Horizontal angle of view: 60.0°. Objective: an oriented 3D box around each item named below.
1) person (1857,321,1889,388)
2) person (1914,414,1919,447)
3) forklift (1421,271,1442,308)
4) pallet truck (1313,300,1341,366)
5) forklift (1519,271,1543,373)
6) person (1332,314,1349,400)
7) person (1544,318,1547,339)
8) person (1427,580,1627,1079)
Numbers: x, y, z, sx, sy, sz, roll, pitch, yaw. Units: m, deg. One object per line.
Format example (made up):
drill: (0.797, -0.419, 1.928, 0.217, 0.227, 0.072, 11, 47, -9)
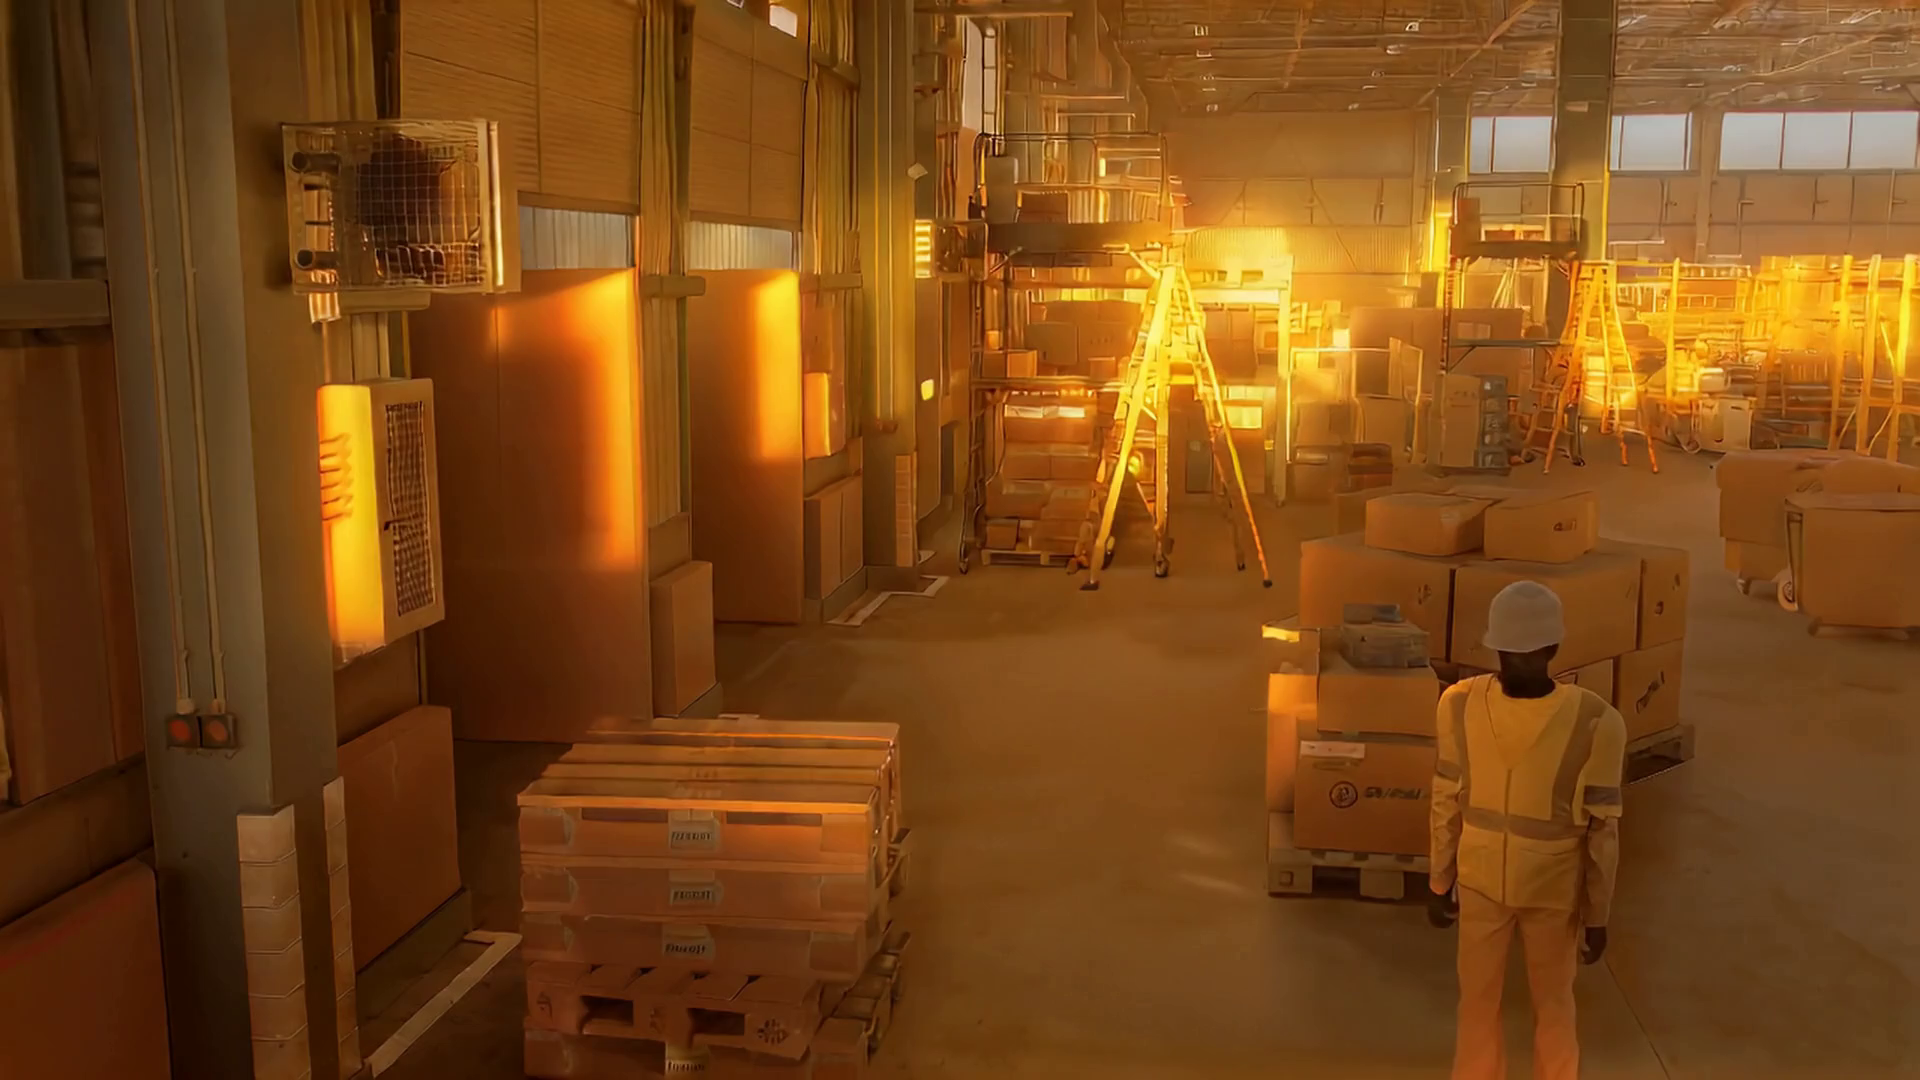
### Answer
person: (20.637, -4.214, 37.662, 0.629, 1.937, 0.376, 9, 13, 44)
person: (15.634, -2.343, 26.742, 0.322, 1.738, 0.486, 8, 12, 42)
forklift: (11.787, -5.365, 41.852, 1.873, 2.768, 1.129, 1, 9, 9)
pallet truck: (11.159, -6.200, 49.718, 0.823, 1.965, 1.885, 4, 10, 26)
forklift: (15.708, -5.934, 45.366, 1.873, 2.768, 1.129, 2, 9, 13)
person: (8.479, -4.036, 36.718, 0.544, 1.895, 0.993, 3, 10, 20)
person: (15.458, -5.130, 43.351, 0.632, 1.918, 0.446, 2, 9, 14)
person: (1.730, 1.065, 5.167, 0.588, 1.919, 0.396, 7, 12, 37)
